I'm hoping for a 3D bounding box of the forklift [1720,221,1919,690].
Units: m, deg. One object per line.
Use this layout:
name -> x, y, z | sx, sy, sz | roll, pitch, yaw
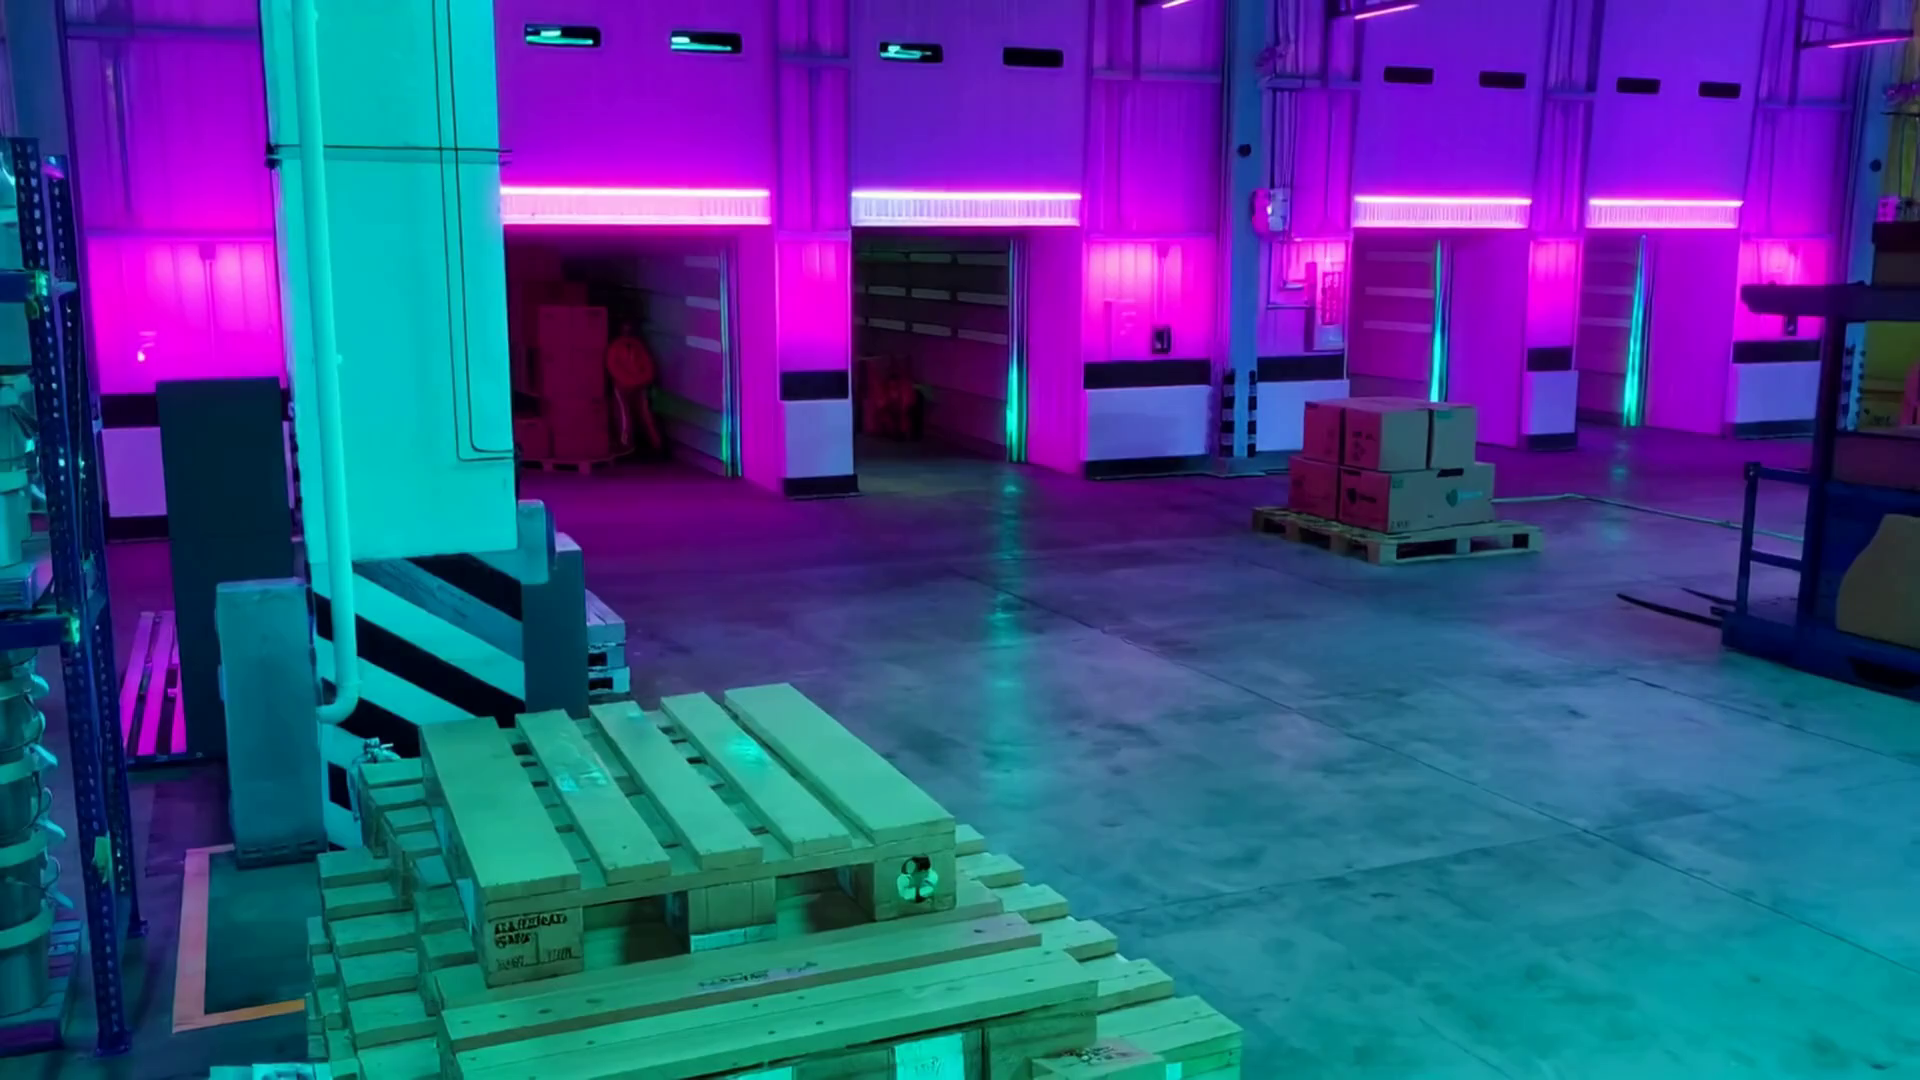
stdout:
forklift -> 5.949, -0.550, 10.218 | 1.129, 2.768, 1.873 | -4, 11, -23
